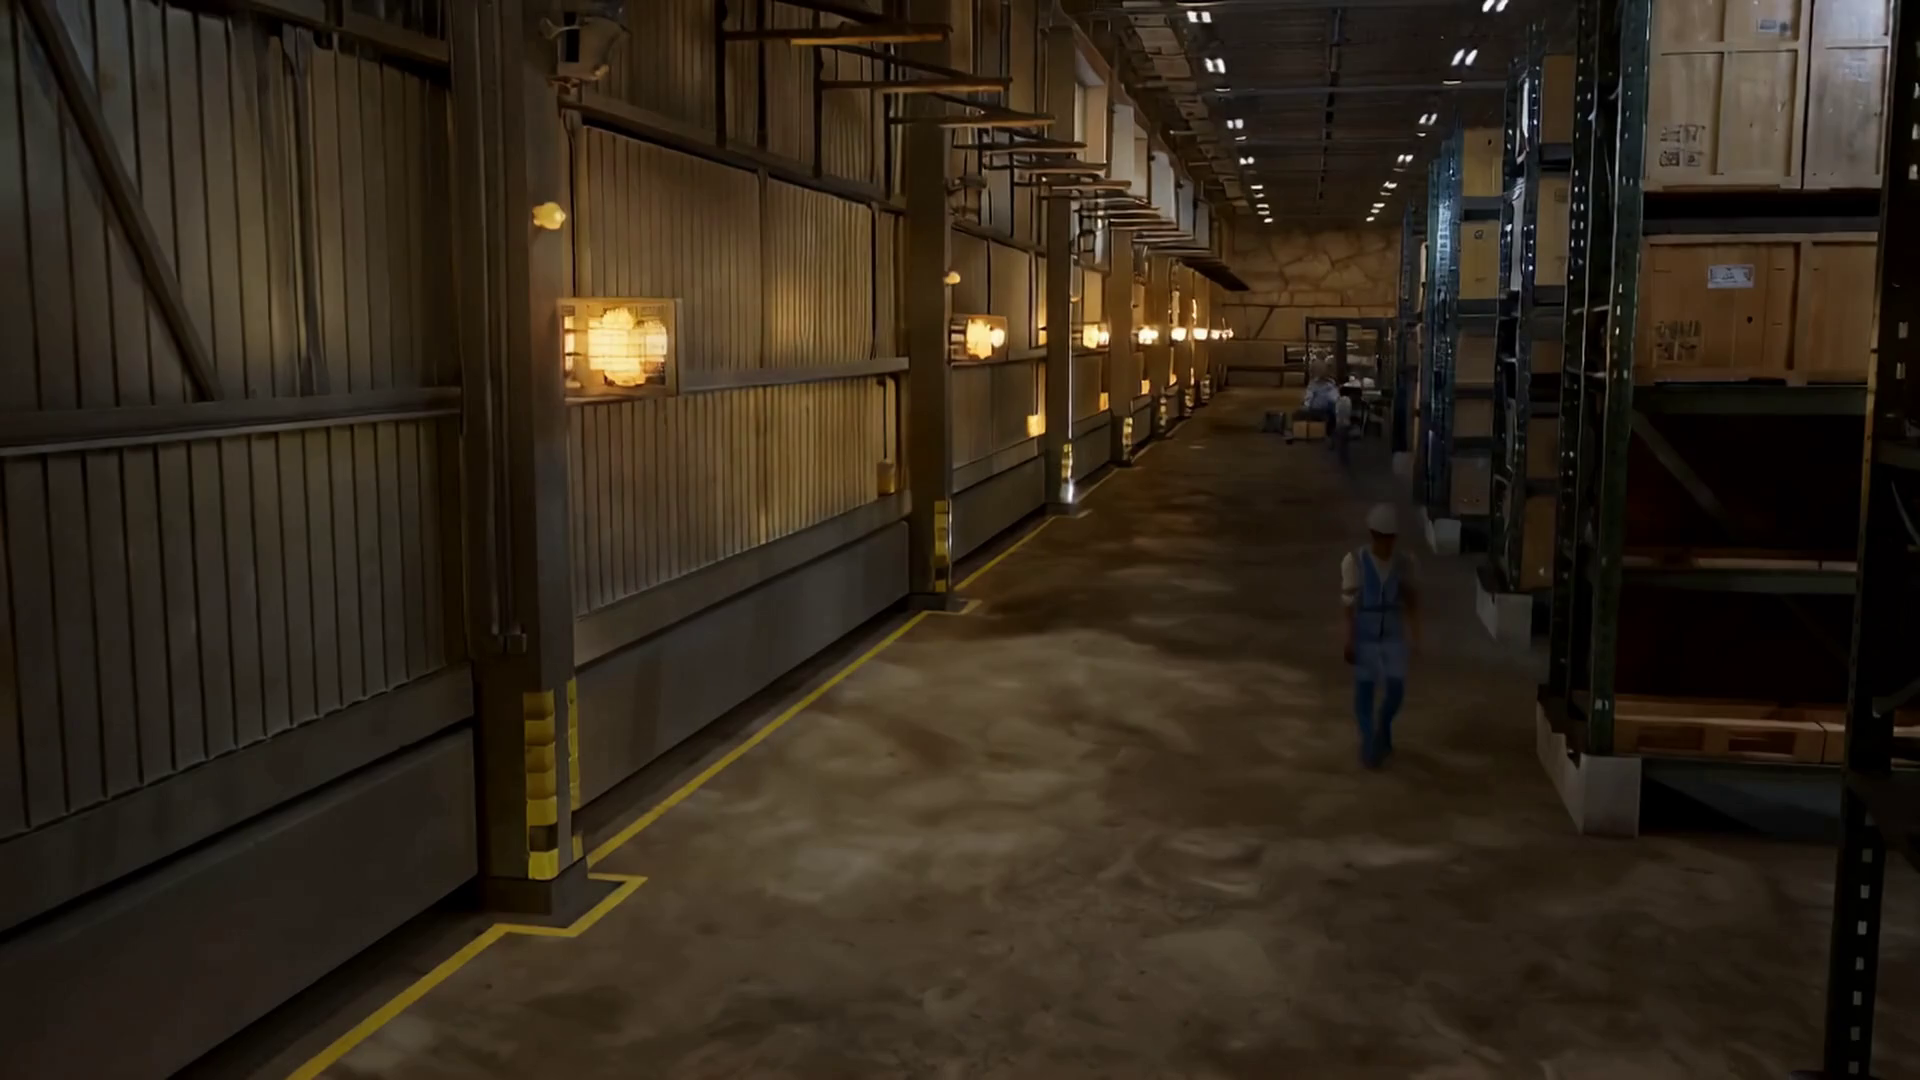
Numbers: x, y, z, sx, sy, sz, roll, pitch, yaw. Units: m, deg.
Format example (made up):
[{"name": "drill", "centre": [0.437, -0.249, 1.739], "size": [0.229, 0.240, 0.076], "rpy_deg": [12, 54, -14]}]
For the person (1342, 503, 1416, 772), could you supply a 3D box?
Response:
[{"name": "person", "centre": [2.956, 0.679, 11.771], "size": [0.548, 1.914, 0.453], "rpy_deg": [0, 7, -2]}]

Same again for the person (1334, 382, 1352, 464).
[{"name": "person", "centre": [9.039, -2.761, 39.300], "size": [0.431, 1.924, 0.682], "rpy_deg": [5, 9, 37]}]

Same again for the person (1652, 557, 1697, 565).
[{"name": "person", "centre": [5.896, 0.442, 13.640], "size": [0.443, 1.923, 0.664], "rpy_deg": [1, 7, 9]}]

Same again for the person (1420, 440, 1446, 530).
[{"name": "person", "centre": [7.582, -1.010, 25.815], "size": [0.922, 1.792, 0.648], "rpy_deg": [-1, 7, -7]}]
